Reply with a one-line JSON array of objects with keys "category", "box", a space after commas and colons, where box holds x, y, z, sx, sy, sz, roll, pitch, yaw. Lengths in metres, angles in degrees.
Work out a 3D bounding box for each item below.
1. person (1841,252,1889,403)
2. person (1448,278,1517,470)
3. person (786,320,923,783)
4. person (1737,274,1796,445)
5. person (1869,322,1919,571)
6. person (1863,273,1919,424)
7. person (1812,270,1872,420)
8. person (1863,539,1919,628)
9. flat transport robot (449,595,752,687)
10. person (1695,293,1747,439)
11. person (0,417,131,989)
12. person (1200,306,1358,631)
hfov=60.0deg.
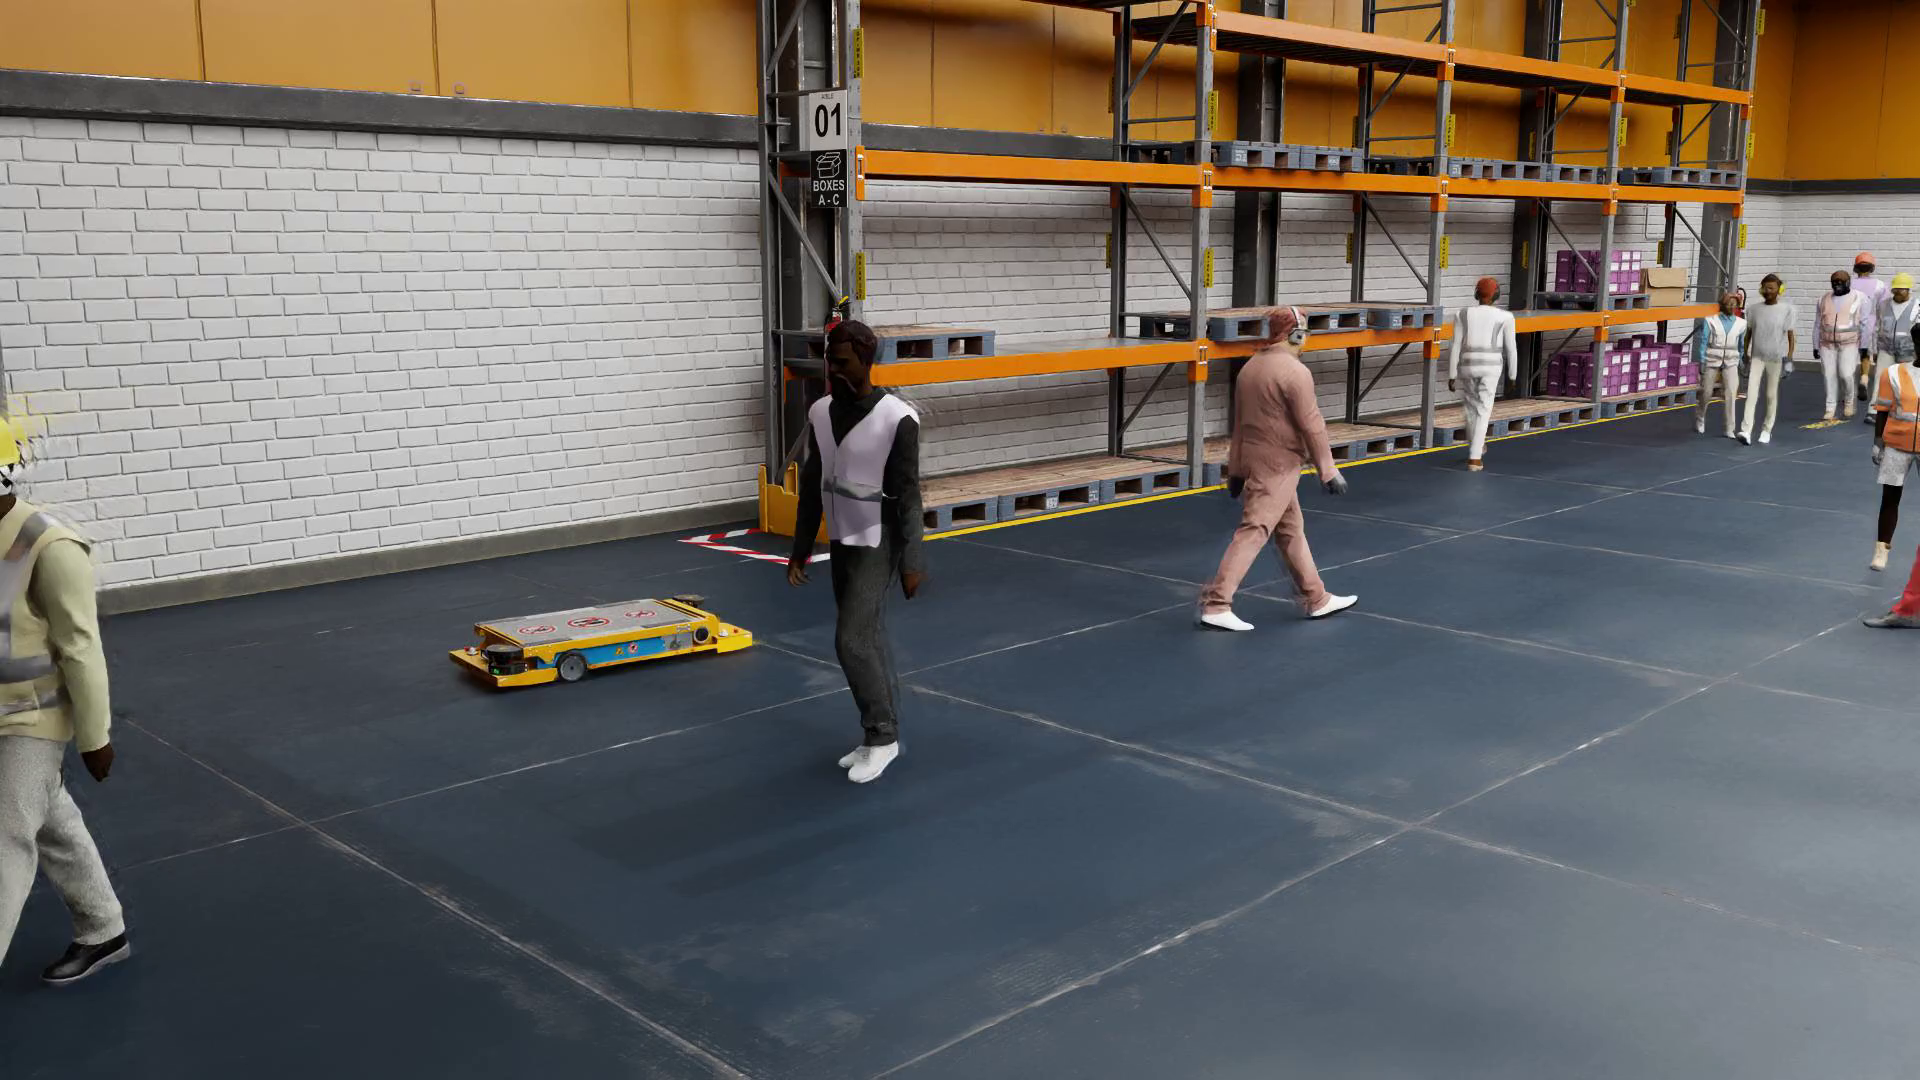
[{"category": "person", "box": [11.935, -2.802, 22.077, 0.610, 2.026, 0.547, 4, 11, 22]}, {"category": "person", "box": [5.091, -1.619, 16.155, 0.606, 1.828, 0.991, 6, 12, 30]}, {"category": "person", "box": [-0.449, 0.046, 6.899, 0.573, 1.899, 0.598, -9, 14, -40]}, {"category": "person", "box": [8.597, -1.908, 17.751, 0.554, 1.813, 0.957, 7, 13, 35]}, {"category": "person", "box": [6.355, -0.619, 11.062, 0.540, 1.695, 0.317, 7, 13, 34]}, {"category": "person", "box": [11.024, -2.233, 19.590, 0.610, 1.790, 0.865, 9, 14, 41]}, {"category": "person", "box": [10.679, -2.359, 20.206, 0.438, 1.823, 0.642, -10, 14, -42]}, {"category": "person", "box": [5.689, -0.296, 9.277, 0.909, 1.715, 0.540, 1, 10, 4]}, {"category": "flat transport robot", "box": [-1.883, 0.513, 8.776, 1.431, 0.197, 0.652, -8, 13, -37]}, {"category": "person", "box": [8.523, -1.967, 18.634, 0.521, 1.610, 0.767, 2, 11, 13]}, {"category": "person", "box": [-2.753, 0.509, 4.669, 0.613, 1.782, 0.930, 5, 12, 26]}, {"category": "person", "box": [1.828, -0.401, 9.473, 1.029, 1.848, 0.648, -2, 11, -12]}]
